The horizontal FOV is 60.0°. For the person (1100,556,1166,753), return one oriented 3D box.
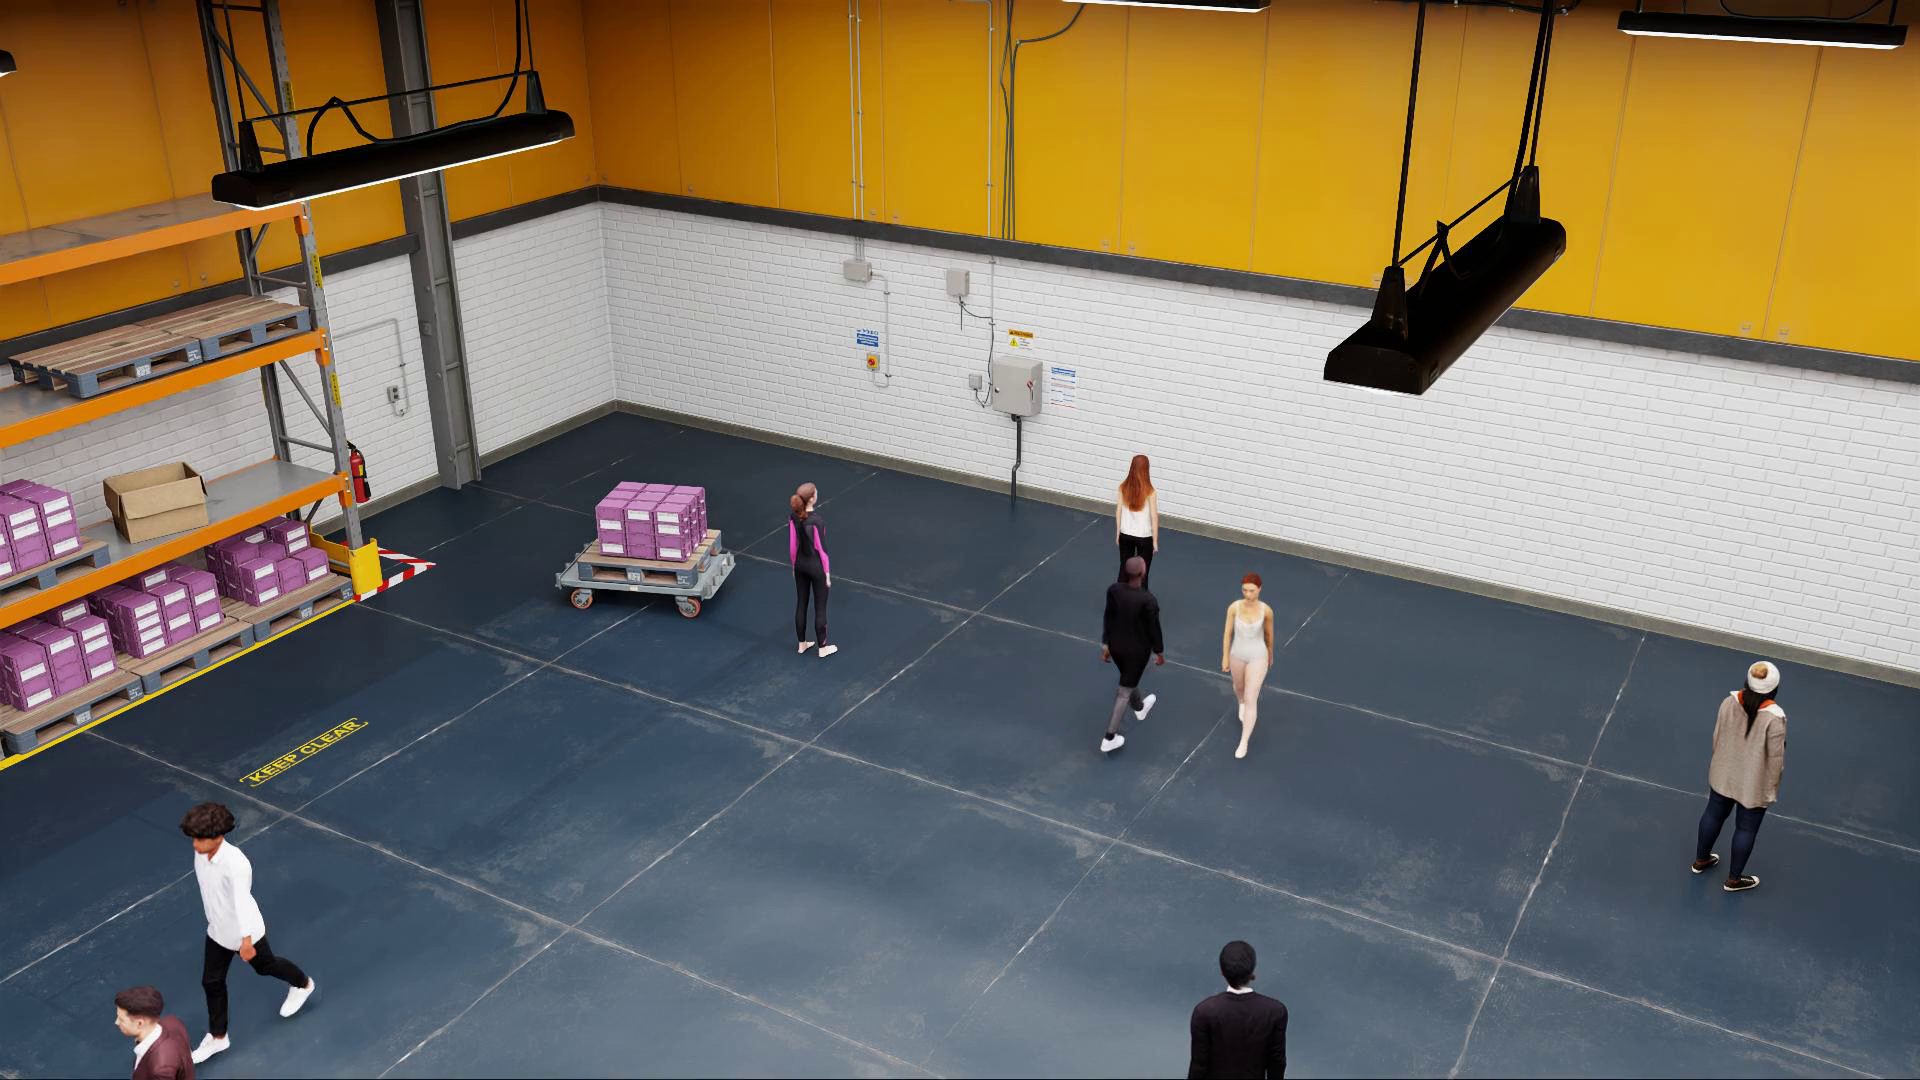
[{"bbox_3d":[1.381,1.001,14.108,0.783,1.716,1.170,18,29,35],"label":"person"}]

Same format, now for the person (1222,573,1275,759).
[{"bbox_3d":[2.484,0.990,14.283,0.746,1.597,1.161,7,25,15],"label":"person"}]

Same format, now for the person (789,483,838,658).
[{"bbox_3d":[-1.414,0.274,15.726,0.546,1.752,0.553,13,27,26],"label":"person"}]

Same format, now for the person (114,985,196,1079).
[{"bbox_3d":[-4.124,3.173,8.973,1.018,1.849,0.947,-10,25,-21],"label":"person"}]

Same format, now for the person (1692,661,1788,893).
[{"bbox_3d":[5.783,1.705,12.297,0.833,1.876,0.813,-13,27,-28],"label":"person"}]

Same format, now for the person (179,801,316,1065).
[{"bbox_3d":[-4.599,2.447,10.739,0.649,1.765,1.122,14,27,29],"label":"person"}]

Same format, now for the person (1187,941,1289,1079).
[{"bbox_3d":[1.506,3.040,9.239,0.773,1.880,0.778,-2,24,-5],"label":"person"}]

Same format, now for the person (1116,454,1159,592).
[{"bbox_3d":[1.743,-0.029,16.458,0.582,1.721,0.487,13,27,27],"label":"person"}]
